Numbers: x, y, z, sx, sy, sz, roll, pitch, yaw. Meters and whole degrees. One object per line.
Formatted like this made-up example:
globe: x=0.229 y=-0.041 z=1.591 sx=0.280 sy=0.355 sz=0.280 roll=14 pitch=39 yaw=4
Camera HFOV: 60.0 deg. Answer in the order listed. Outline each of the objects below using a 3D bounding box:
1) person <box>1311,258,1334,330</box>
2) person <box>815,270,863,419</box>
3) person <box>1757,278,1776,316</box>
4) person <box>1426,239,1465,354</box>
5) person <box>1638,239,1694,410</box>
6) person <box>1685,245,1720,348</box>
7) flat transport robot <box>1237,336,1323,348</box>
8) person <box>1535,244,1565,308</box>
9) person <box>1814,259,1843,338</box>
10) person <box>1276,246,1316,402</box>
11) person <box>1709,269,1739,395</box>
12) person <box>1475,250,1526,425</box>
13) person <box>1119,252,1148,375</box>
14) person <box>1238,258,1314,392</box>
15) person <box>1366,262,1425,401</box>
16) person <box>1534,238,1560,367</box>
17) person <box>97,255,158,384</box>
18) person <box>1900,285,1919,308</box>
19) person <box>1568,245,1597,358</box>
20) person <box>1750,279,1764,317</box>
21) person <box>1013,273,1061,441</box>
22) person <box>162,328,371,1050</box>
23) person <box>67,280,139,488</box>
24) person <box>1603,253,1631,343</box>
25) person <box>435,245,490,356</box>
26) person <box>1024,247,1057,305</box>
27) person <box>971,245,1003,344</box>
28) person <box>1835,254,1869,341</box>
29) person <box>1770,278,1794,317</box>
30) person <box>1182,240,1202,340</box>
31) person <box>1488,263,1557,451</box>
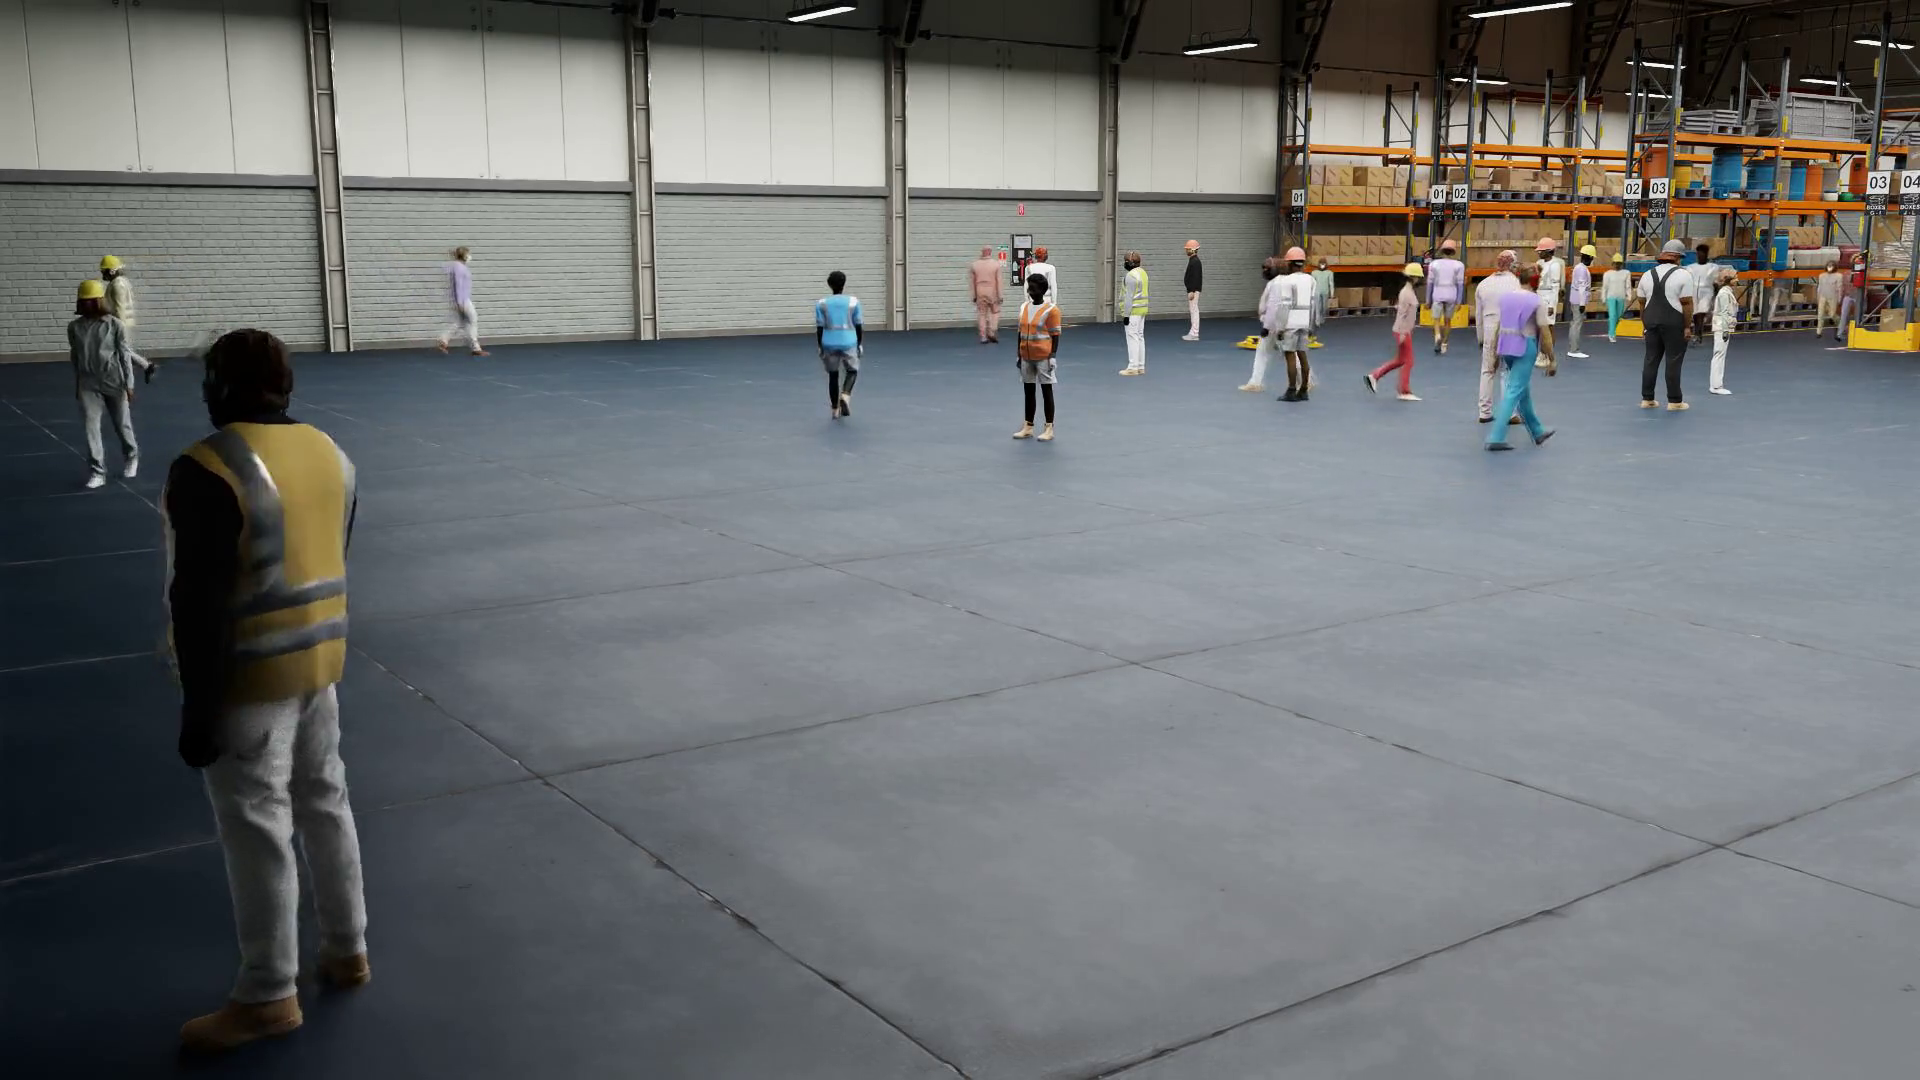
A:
person: x=8.121 y=-5.528 z=37.311 sx=0.512 sy=1.592 sz=0.867 roll=2 pitch=10 yaw=9
person: x=-1.361 y=-2.187 z=18.708 sx=0.547 sy=1.685 sz=0.448 roll=0 pitch=10 yaw=2
person: x=21.041 y=-6.801 z=43.436 sx=0.544 sy=1.889 sz=0.952 roll=9 pitch=14 yaw=42
person: x=8.458 y=-4.232 z=29.015 sx=0.620 sy=2.022 sz=0.693 roll=3 pitch=11 yaw=15
person: x=8.485 y=-2.580 z=19.902 sx=0.537 sy=2.000 sz=0.679 roll=-7 pitch=13 yaw=-34
person: x=13.822 y=-4.557 z=31.103 sx=0.625 sy=1.914 sz=1.022 roll=9 pitch=13 yaw=39
flat transport robot: x=5.916 y=-3.666 z=30.712 sx=1.431 sy=0.197 sz=0.652 roll=-4 pitch=11 yaw=-19
person: x=12.291 y=-5.245 z=34.720 sx=0.617 sy=1.974 sz=0.848 roll=6 pitch=12 yaw=29
person: x=17.739 y=-4.913 z=33.878 sx=0.642 sy=1.609 sz=0.516 roll=-8 pitch=13 yaw=-37
person: x=4.189 y=-2.701 z=20.853 sx=0.551 sy=1.935 sz=0.372 roll=-7 pitch=13 yaw=-35
person: x=10.030 y=-2.721 z=21.812 sx=0.339 sy=1.643 sz=0.520 roll=4 pitch=11 yaw=22
person: x=5.996 y=-2.227 z=18.332 sx=0.406 sy=1.911 sz=0.636 roll=-8 pitch=13 yaw=-37
person: x=2.584 y=-3.376 z=24.848 sx=0.430 sy=1.836 sz=0.628 roll=5 pitch=11 yaw=25
person: x=4.239 y=-2.837 z=22.016 sx=0.965 sy=1.797 sz=0.632 roll=0 pitch=10 yaw=2
person: x=5.517 y=-2.627 z=20.987 sx=0.632 sy=1.747 sz=0.535 roll=4 pitch=11 yaw=22
person: x=9.265 y=-3.754 z=26.342 sx=0.394 sy=2.040 sz=0.609 roll=0 pitch=10 yaw=0
person: x=-11.294 y=-2.932 z=22.444 sx=0.631 sy=1.814 sz=0.606 roll=-4 pitch=11 yaw=-23
person: x=19.215 y=-4.984 z=33.394 sx=0.625 sy=1.934 sz=0.364 roll=5 pitch=11 yaw=25
person: x=10.643 y=-4.081 z=28.472 sx=0.395 sy=1.917 sz=0.589 roll=3 pitch=11 yaw=15
person: x=20.505 y=-6.637 z=42.613 sx=0.328 sy=1.872 sz=0.513 roll=-7 pitch=13 yaw=-35
person: x=0.781 y=-1.848 z=16.832 sx=0.531 sy=1.698 sz=0.320 roll=9 pitch=14 yaw=41
person: x=-1.827 y=0.378 z=4.335 sx=0.432 sy=1.813 sz=0.692 roll=2 pitch=11 yaw=12
person: x=-7.176 y=-1.328 z=13.948 sx=0.495 sy=1.708 sz=0.846 roll=-2 pitch=10 yaw=-9
person: x=12.878 y=-4.766 z=32.696 sx=0.521 sy=1.744 sz=0.755 roll=1 pitch=10 yaw=3
person: x=-8.622 y=-4.112 z=28.666 sx=0.847 sy=1.913 sz=0.637 roll=-2 pitch=11 yaw=-13
person: x=1.399 y=-4.119 z=28.766 sx=0.586 sy=1.882 sz=0.343 roll=4 pitch=11 yaw=22
person: x=0.548 y=-4.728 z=32.070 sx=0.672 sy=1.892 sz=0.508 roll=4 pitch=11 yaw=21
person: x=17.684 y=-4.790 z=32.915 sx=0.926 sy=1.712 sz=0.522 roll=-9 pitch=14 yaw=-42
person: x=20.066 y=-6.106 z=40.475 sx=0.859 sy=1.586 sz=0.501 roll=-6 pitch=12 yaw=-31
person: x=4.639 y=-4.985 z=33.208 sx=0.379 sy=1.996 sz=0.609 roll=1 pitch=10 yaw=6
person: x=5.518 y=-1.769 z=16.105 sx=0.960 sy=1.791 sz=0.595 roll=-5 pitch=11 yaw=-23
